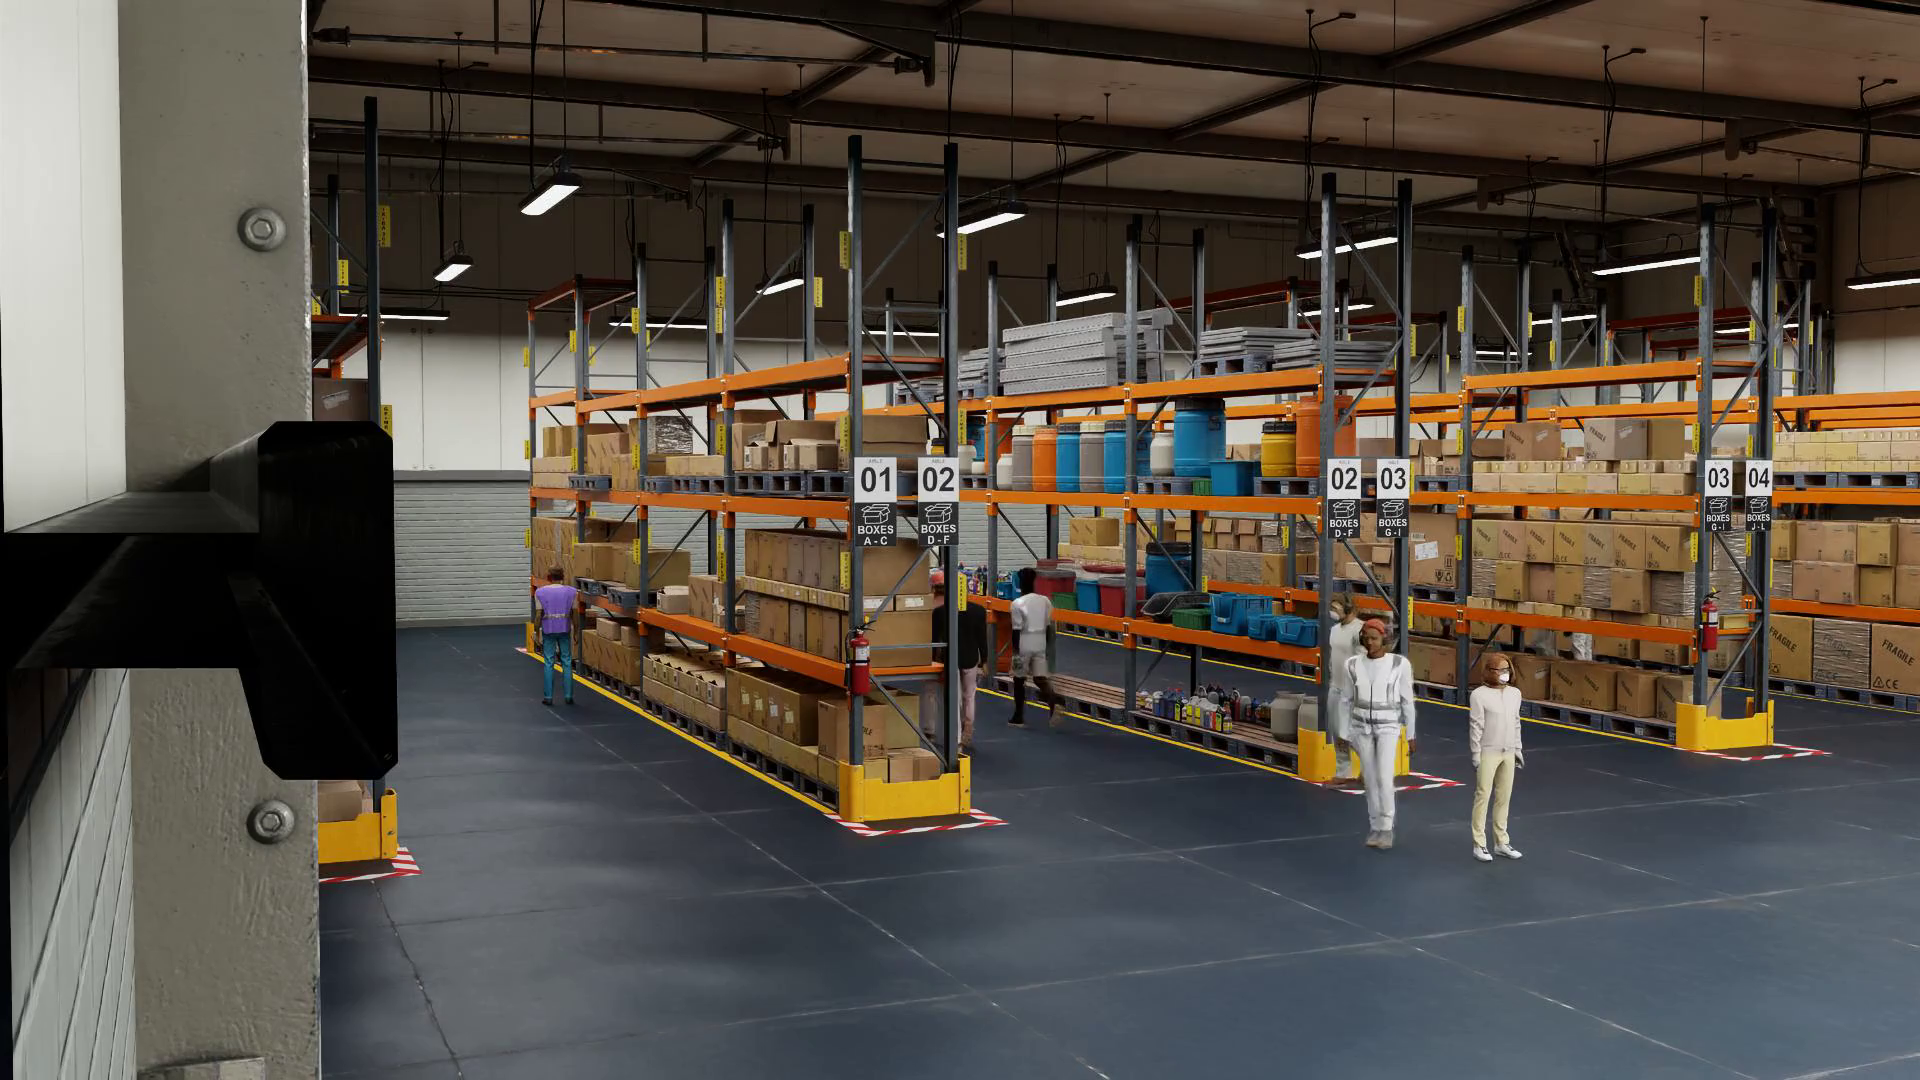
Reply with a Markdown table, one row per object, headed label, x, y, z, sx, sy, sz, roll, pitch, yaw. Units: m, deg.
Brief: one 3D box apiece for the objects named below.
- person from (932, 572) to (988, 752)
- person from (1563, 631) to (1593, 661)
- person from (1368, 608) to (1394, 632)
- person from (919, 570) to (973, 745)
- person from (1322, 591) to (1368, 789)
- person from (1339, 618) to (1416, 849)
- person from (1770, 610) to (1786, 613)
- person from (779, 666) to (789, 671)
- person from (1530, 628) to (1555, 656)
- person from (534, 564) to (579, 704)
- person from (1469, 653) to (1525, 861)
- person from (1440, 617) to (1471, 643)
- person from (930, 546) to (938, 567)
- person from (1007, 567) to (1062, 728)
| label | x | y | z | sx | sy | sz | roll | pitch | yaw |
| --- | --- | --- | --- | --- | --- | --- | --- | --- | --- |
| person | -0.028 | 1.333 | 19.790 | 0.646 | 1.955 | 0.841 | 0 | 2 | -5 |
| person | 8.697 | 1.204 | 25.177 | 0.634 | 1.841 | 0.528 | -2 | 3 | -41 |
| person | 7.167 | 0.994 | 30.699 | 0.637 | 1.814 | 0.868 | -1 | 2 | -21 |
| person | -0.161 | 1.324 | 20.135 | 0.619 | 1.964 | 0.896 | -1 | 2 | -28 |
| person | 3.738 | 1.449 | 17.250 | 0.478 | 1.913 | 0.659 | -1 | 2 | -17 |
| person | 3.366 | 1.578 | 14.580 | 0.621 | 1.867 | 0.544 | 1 | 3 | 34 |
| person | 13.527 | 1.023 | 29.649 | 0.599 | 1.829 | 0.403 | -1 | 2 | -28 |
| person | -2.290 | 1.236 | 24.224 | 0.617 | 1.813 | 0.538 | -1 | 2 | -21 |
| person | 8.582 | 1.127 | 26.272 | 0.507 | 1.874 | 0.642 | 0 | 2 | 12 |
| person | -5.323 | 1.244 | 23.640 | 0.575 | 1.841 | 0.374 | -1 | 2 | -21 |
| person | 4.255 | 1.709 | 14.200 | 0.507 | 1.633 | 0.276 | -1 | 2 | -25 |
| person | 7.754 | 1.006 | 28.014 | 0.603 | 1.976 | 1.087 | 0 | 2 | -3 |
| person | -0.417 | 0.757 | 34.522 | 0.406 | 1.987 | 0.615 | 1 | 2 | 29 |
| person | 0.868 | 1.284 | 21.352 | 0.614 | 1.946 | 0.817 | -1 | 3 | -33 |
